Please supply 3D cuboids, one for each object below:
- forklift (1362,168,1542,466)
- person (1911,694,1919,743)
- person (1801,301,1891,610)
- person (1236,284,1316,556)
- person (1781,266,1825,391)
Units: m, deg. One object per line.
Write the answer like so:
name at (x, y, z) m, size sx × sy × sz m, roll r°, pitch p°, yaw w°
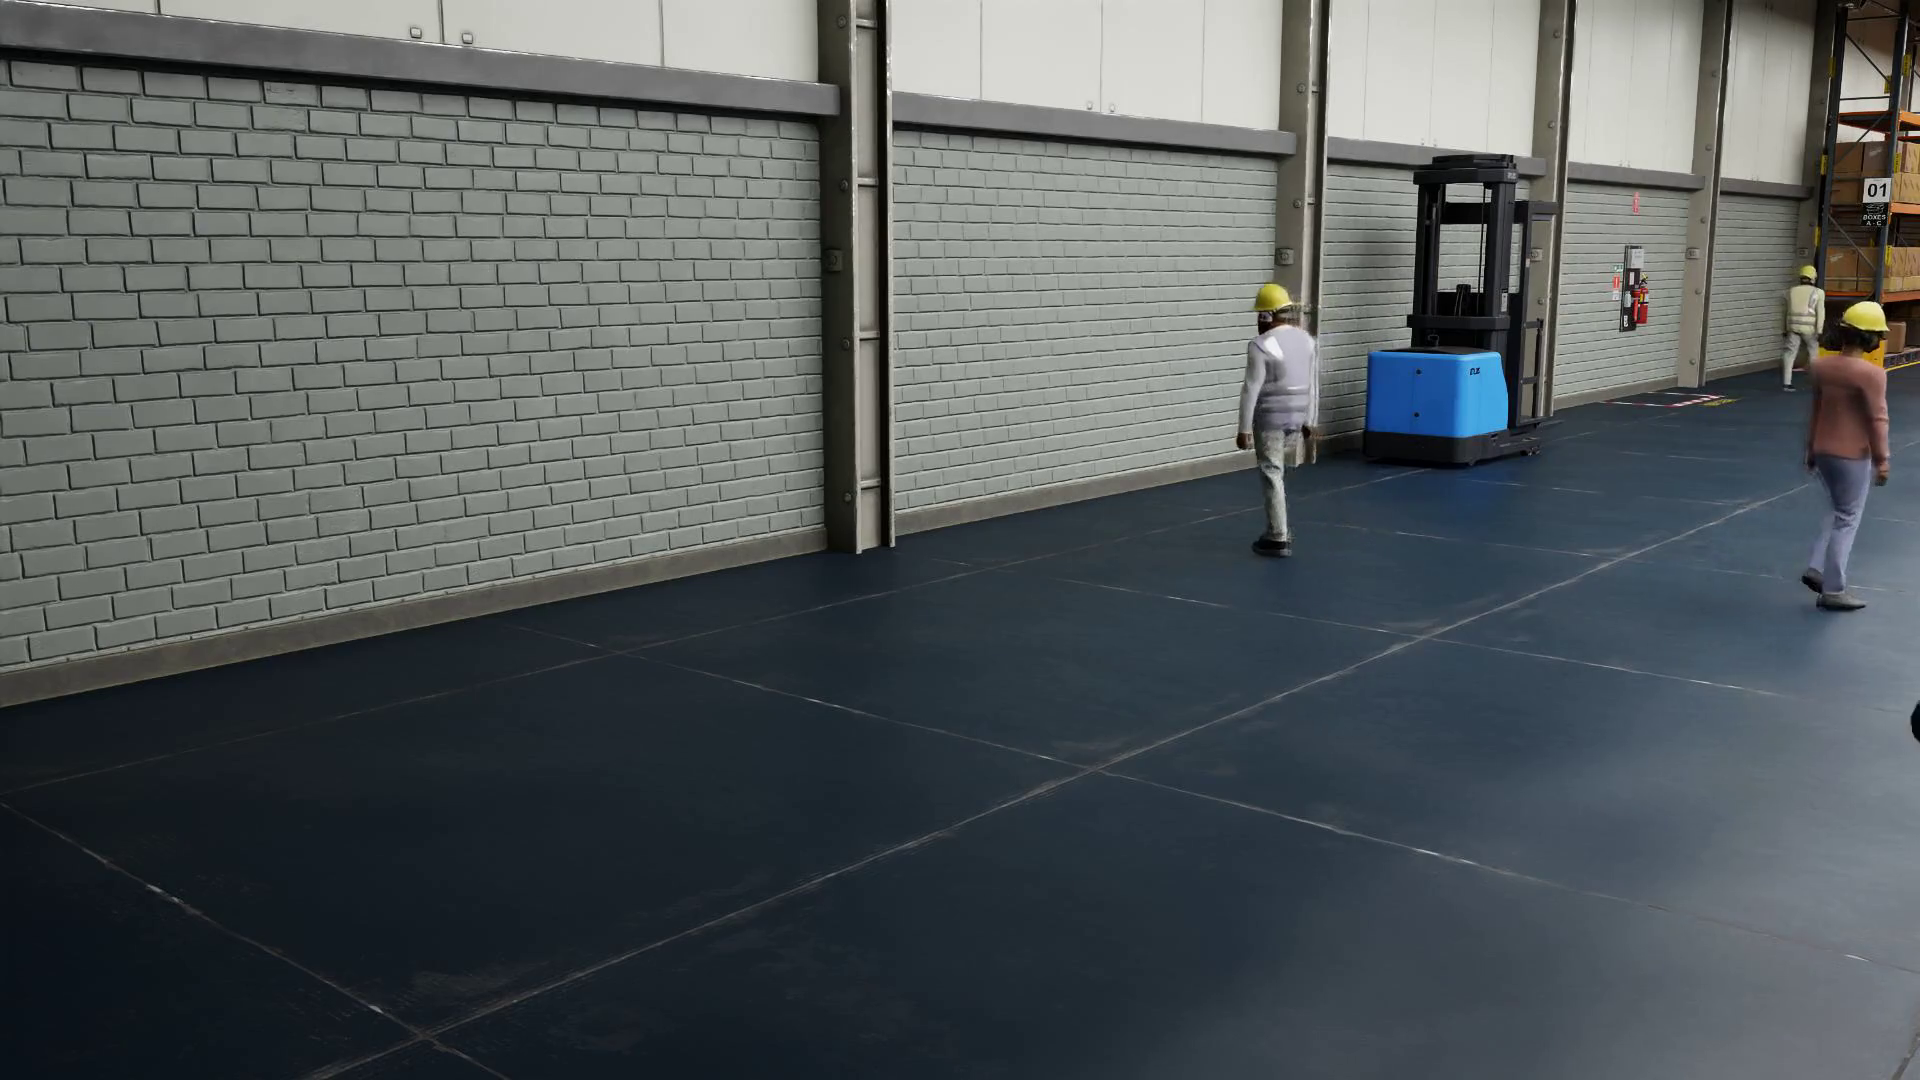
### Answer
forklift at (4.875, -2.212, 16.287) m, size 1.129 × 2.768 × 1.873 m, roll 8°, pitch 13°, yaw 40°
person at (2.613, 0.414, 4.042) m, size 0.773 × 1.879 × 0.685 m, roll -3°, pitch 10°, yaw -15°
person at (5.071, -0.480, 9.500) m, size 0.344 × 1.757 × 0.564 m, roll -2°, pitch 10°, yaw -10°
person at (2.082, -0.813, 11.224) m, size 0.629 × 1.810 × 0.514 m, roll -8°, pitch 13°, yaw -39°
person at (12.232, -3.055, 24.061) m, size 0.900 × 1.785 × 0.621 m, roll -8°, pitch 13°, yaw -39°
